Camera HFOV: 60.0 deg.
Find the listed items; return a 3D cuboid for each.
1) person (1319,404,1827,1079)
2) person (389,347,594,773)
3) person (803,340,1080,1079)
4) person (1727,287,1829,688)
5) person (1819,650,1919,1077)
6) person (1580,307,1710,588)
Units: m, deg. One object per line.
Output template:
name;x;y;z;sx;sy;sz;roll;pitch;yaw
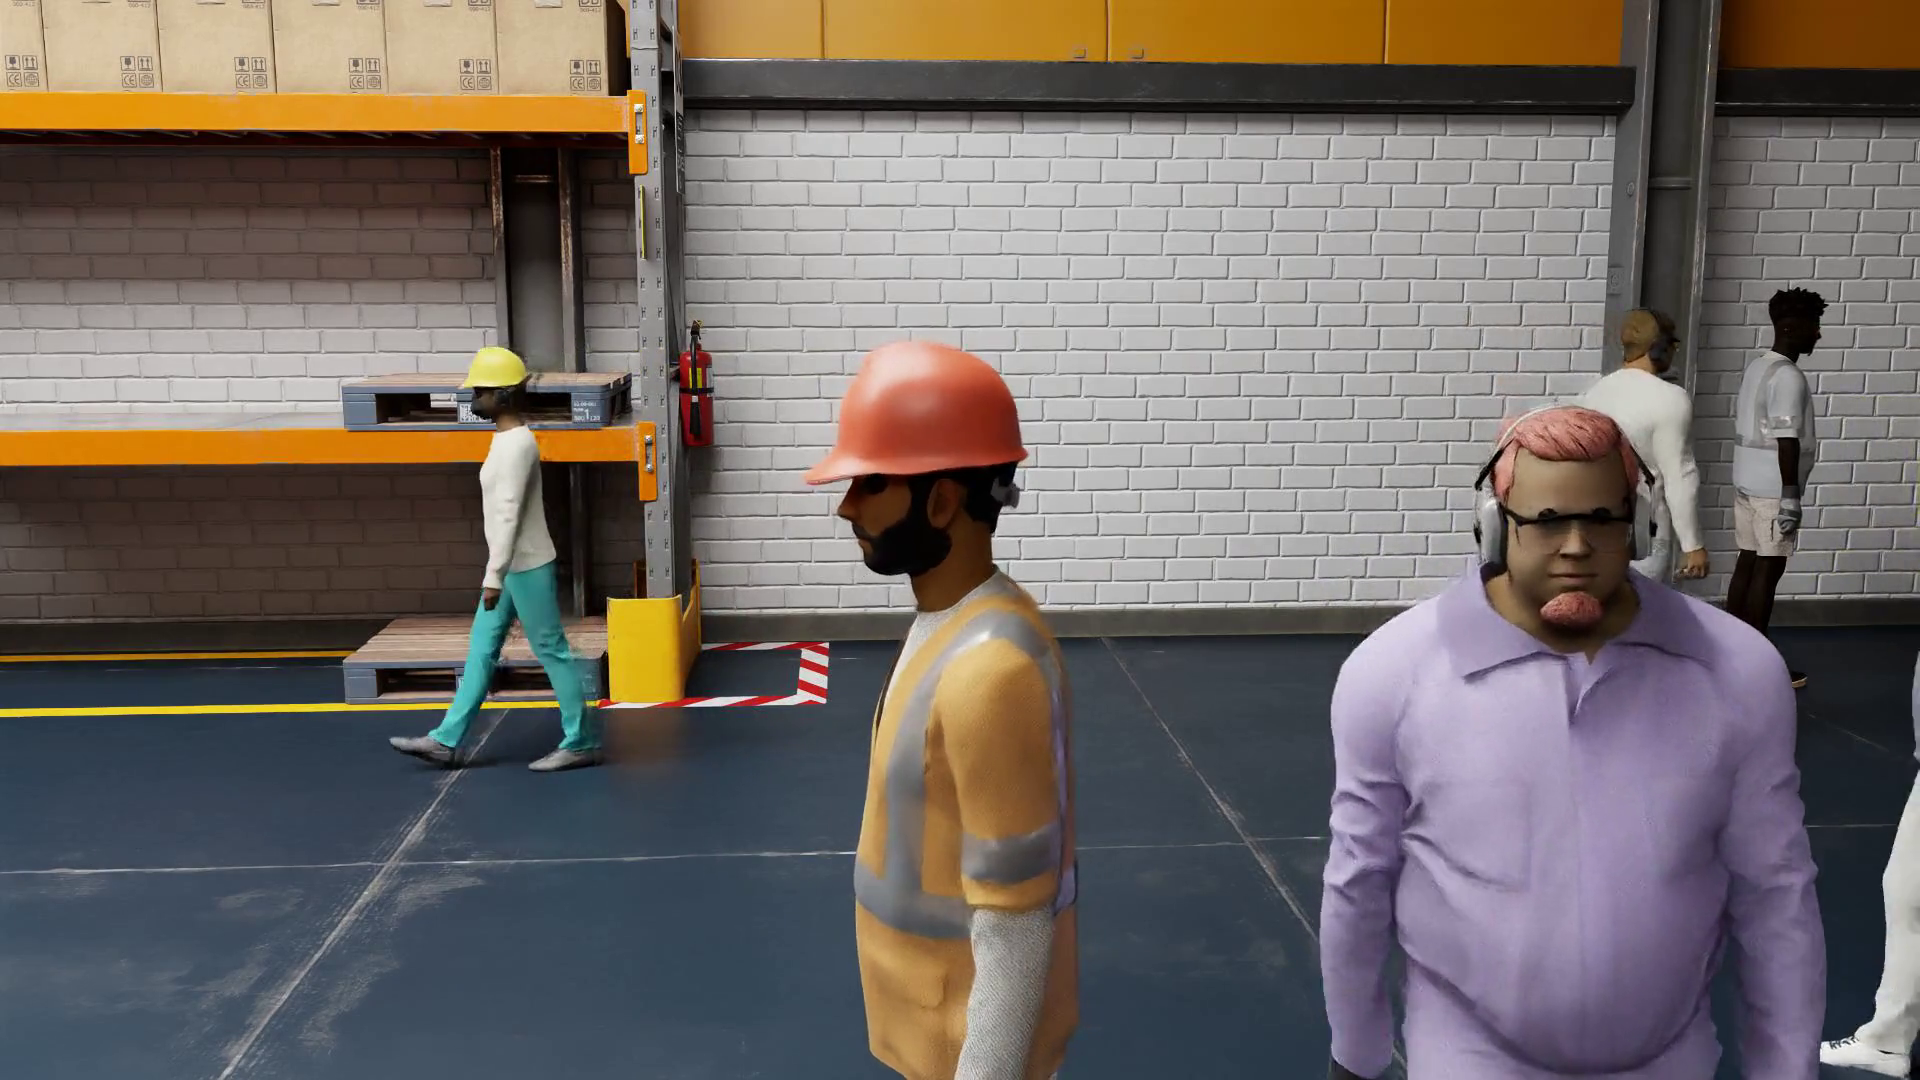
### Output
person;0.867;0.715;2.449;0.644;1.852;1.015;1;9;4
person;-1.891;0.104;6.649;0.852;1.724;0.548;-3;10;-18
person;-0.025;0.686;2.378;0.377;1.933;0.551;-1;9;-5
person;4.041;-0.266;8.261;0.361;1.962;0.612;1;9;8
person;2.480;0.592;3.991;0.673;1.614;0.503;5;11;31
person;2.770;-0.034;7.023;0.981;1.902;0.631;-1;9;-8
